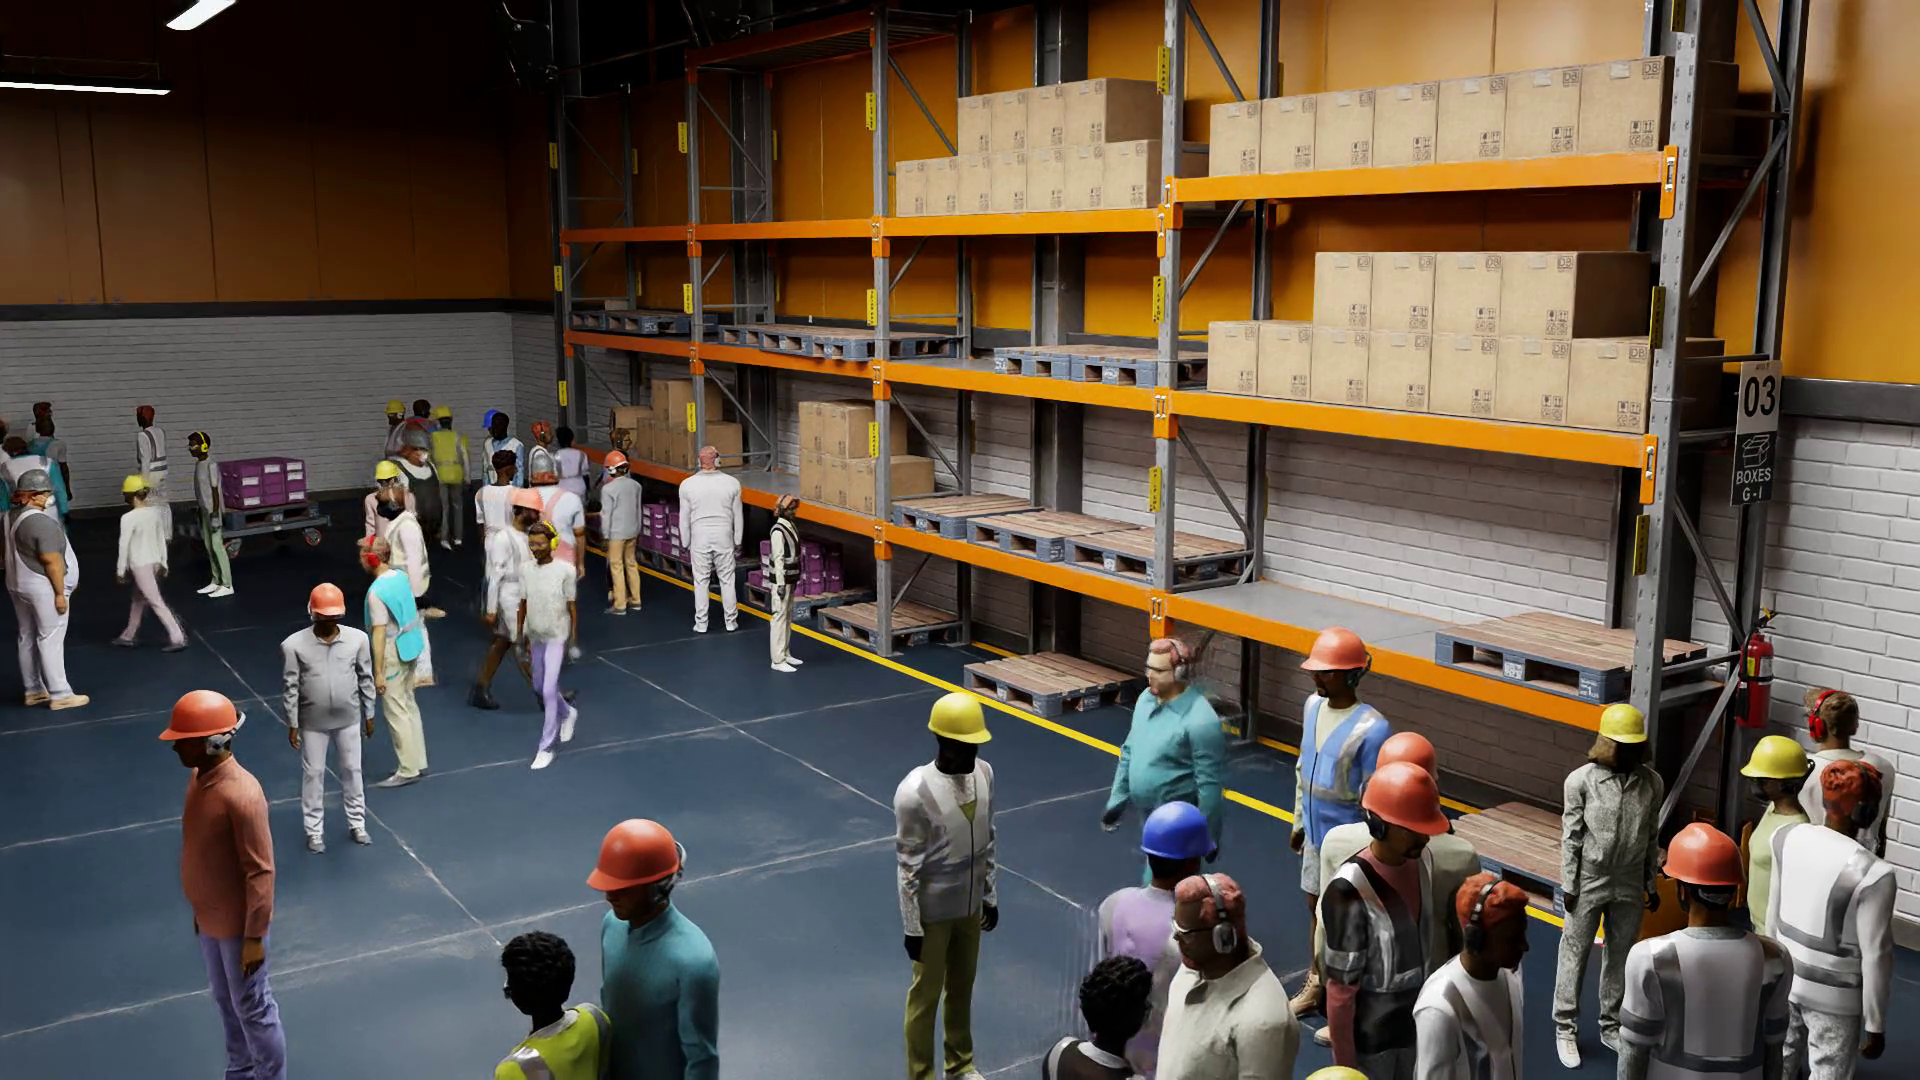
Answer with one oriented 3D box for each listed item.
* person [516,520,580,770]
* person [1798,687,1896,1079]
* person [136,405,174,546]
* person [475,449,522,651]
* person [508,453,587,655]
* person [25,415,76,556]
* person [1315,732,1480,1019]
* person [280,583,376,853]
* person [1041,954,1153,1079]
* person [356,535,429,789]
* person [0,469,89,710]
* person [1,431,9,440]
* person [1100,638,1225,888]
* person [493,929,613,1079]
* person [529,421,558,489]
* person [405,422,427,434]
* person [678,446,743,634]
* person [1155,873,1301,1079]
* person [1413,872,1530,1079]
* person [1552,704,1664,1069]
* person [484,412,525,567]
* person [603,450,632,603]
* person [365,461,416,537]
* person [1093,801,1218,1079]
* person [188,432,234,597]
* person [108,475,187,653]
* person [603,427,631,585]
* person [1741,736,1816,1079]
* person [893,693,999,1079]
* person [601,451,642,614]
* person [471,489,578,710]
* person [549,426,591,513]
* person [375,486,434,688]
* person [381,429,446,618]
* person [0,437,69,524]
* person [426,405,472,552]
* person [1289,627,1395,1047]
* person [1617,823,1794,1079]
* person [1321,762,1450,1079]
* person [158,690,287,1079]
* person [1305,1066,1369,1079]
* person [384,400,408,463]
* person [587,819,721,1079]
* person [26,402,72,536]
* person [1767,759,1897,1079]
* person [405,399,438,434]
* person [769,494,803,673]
[{"bbox_3d":[-3.119,0.746,12.659,0.522,1.844,0.860,3,10,19],"label":"person"},{"bbox_3d":[3.982,1.597,7.646,0.563,1.838,0.387,-1,10,-7],"label":"person"},{"bbox_3d":[-10.505,-0.813,21.652,0.339,1.882,0.581,0,10,1],"label":"person"},{"bbox_3d":[-4.377,0.096,16.074,0.607,1.966,0.367,4,11,24],"label":"person"},{"bbox_3d":[-3.809,0.183,15.346,0.715,2.000,0.833,-1,10,-7],"label":"person"},{"bbox_3d":[-11.401,-0.646,20.829,0.505,1.839,0.338,0,10,0],"label":"person"},{"bbox_3d":[1.689,1.720,6.456,0.617,1.993,0.396,3,10,18],"label":"person"},{"bbox_3d":[-4.030,1.128,10.660,0.565,1.744,0.350,-6,11,-31],"label":"person"},{"bbox_3d":[0.450,2.100,5.122,0.320,1.693,0.533,-6,12,-33],"label":"person"},{"bbox_3d":[-4.075,0.870,11.963,0.420,1.828,0.588,0,10,-1],"label":"person"},{"bbox_3d":[-7.737,0.402,14.058,0.676,2.000,0.536,6,11,31],"label":"person"},{"bbox_3d":[-12.773,-0.832,21.754,0.845,1.904,0.635,8,13,39],"label":"person"},{"bbox_3d":[0.970,1.430,8.510,0.882,1.875,0.647,-4,10,-22],"label":"person"},{"bbox_3d":[-1.299,2.062,5.323,0.318,1.697,0.533,3,10,19],"label":"person"},{"bbox_3d":[-4.877,-0.454,19.544,0.355,1.884,0.575,-4,10,-21],"label":"person"},{"bbox_3d":[-7.180,-0.756,22.046,0.279,1.633,0.498,-5,11,-25],"label":"person"},{"bbox_3d":[-2.514,0.002,16.814,0.642,1.905,0.399,-2,10,-12],"label":"person"},{"bbox_3d":[0.805,1.974,5.285,0.400,1.890,0.658,-3,10,-15],"label":"person"},{"bbox_3d":[1.627,1.970,5.357,0.344,1.877,0.574,8,13,40],"label":"person"},{"bbox_3d":[3.056,1.615,7.808,0.484,1.745,0.296,-1,10,-7],"label":"person"},{"bbox_3d":[-5.563,-0.604,20.322,0.593,1.920,0.391,5,11,26],"label":"person"},{"bbox_3d":[-3.725,-0.137,18.227,0.316,1.695,0.542,-7,12,-34],"label":"person"},{"bbox_3d":[-5.765,0.063,16.883,0.518,1.757,0.341,-1,10,-3],"label":"person"},{"bbox_3d":[0.795,1.863,5.922,0.917,1.902,0.614,-5,11,-29],"label":"person"},{"bbox_3d":[-8.432,-0.289,18.667,0.330,1.861,0.506,-9,14,-44],"label":"person"},{"bbox_3d":[-7.856,0.233,15.994,0.893,1.720,0.535,2,10,9],"label":"person"},{"bbox_3d":[-3.968,-0.389,19.305,0.344,1.839,0.510,-4,10,-22],"label":"person"},{"bbox_3d":[3.526,1.706,7.235,0.340,1.761,0.526,4,10,20],"label":"person"},{"bbox_3d":[-0.036,1.604,7.365,0.397,1.920,0.586,9,13,41],"label":"person"},{"bbox_3d":[-3.638,-0.086,17.794,0.351,1.742,0.572,6,11,30],"label":"person"},{"bbox_3d":[-3.690,0.516,13.914,1.004,1.860,0.614,2,10,12],"label":"person"},{"bbox_3d":[-4.893,-0.589,20.881,0.567,1.688,0.423,-6,11,-32],"label":"person"},{"bbox_3d":[-4.940,0.429,14.552,0.642,1.817,0.625,-4,11,-25],"label":"person"},{"bbox_3d":[-5.849,-0.221,17.714,0.942,2.000,0.686,5,11,27],"label":"person"},{"bbox_3d":[-10.470,-0.279,18.776,0.697,1.795,0.481,-6,11,-32],"label":"person"},{"bbox_3d":[-6.645,-0.804,21.600,0.581,1.886,0.922,-2,10,-13],"label":"person"},{"bbox_3d":[1.806,1.423,8.056,0.381,2.045,0.605,-5,11,-25],"label":"person"},{"bbox_3d":[2.469,1.899,5.610,0.543,1.929,0.385,0,10,3],"label":"person"},{"bbox_3d":[1.554,1.777,6.040,0.407,2.029,0.612,9,13,43],"label":"person"},{"bbox_3d":[-3.146,1.607,7.117,0.397,1.992,0.622,-9,13,-44],"label":"person"},{"bbox_3d":[0.950,2.203,4.380,0.321,1.738,0.484,1,10,5],"label":"person"},{"bbox_3d":[-7.798,-1.043,23.177,0.403,1.825,0.593,-8,12,-39],"label":"person"},{"bbox_3d":[-1.022,1.879,5.554,0.405,1.986,0.619,-9,13,-42],"label":"person"},{"bbox_3d":[-12.418,-0.949,22.557,0.566,1.846,0.387,7,12,34],"label":"person"},{"bbox_3d":[3.383,1.771,6.520,0.358,1.876,0.576,-3,10,-16],"label":"person"},{"bbox_3d":[-7.491,-1.043,23.173,0.622,1.835,0.431,6,11,30],"label":"person"},{"bbox_3d":[-1.609,0.389,15.321,0.310,1.636,0.523,1,10,6],"label":"person"}]
